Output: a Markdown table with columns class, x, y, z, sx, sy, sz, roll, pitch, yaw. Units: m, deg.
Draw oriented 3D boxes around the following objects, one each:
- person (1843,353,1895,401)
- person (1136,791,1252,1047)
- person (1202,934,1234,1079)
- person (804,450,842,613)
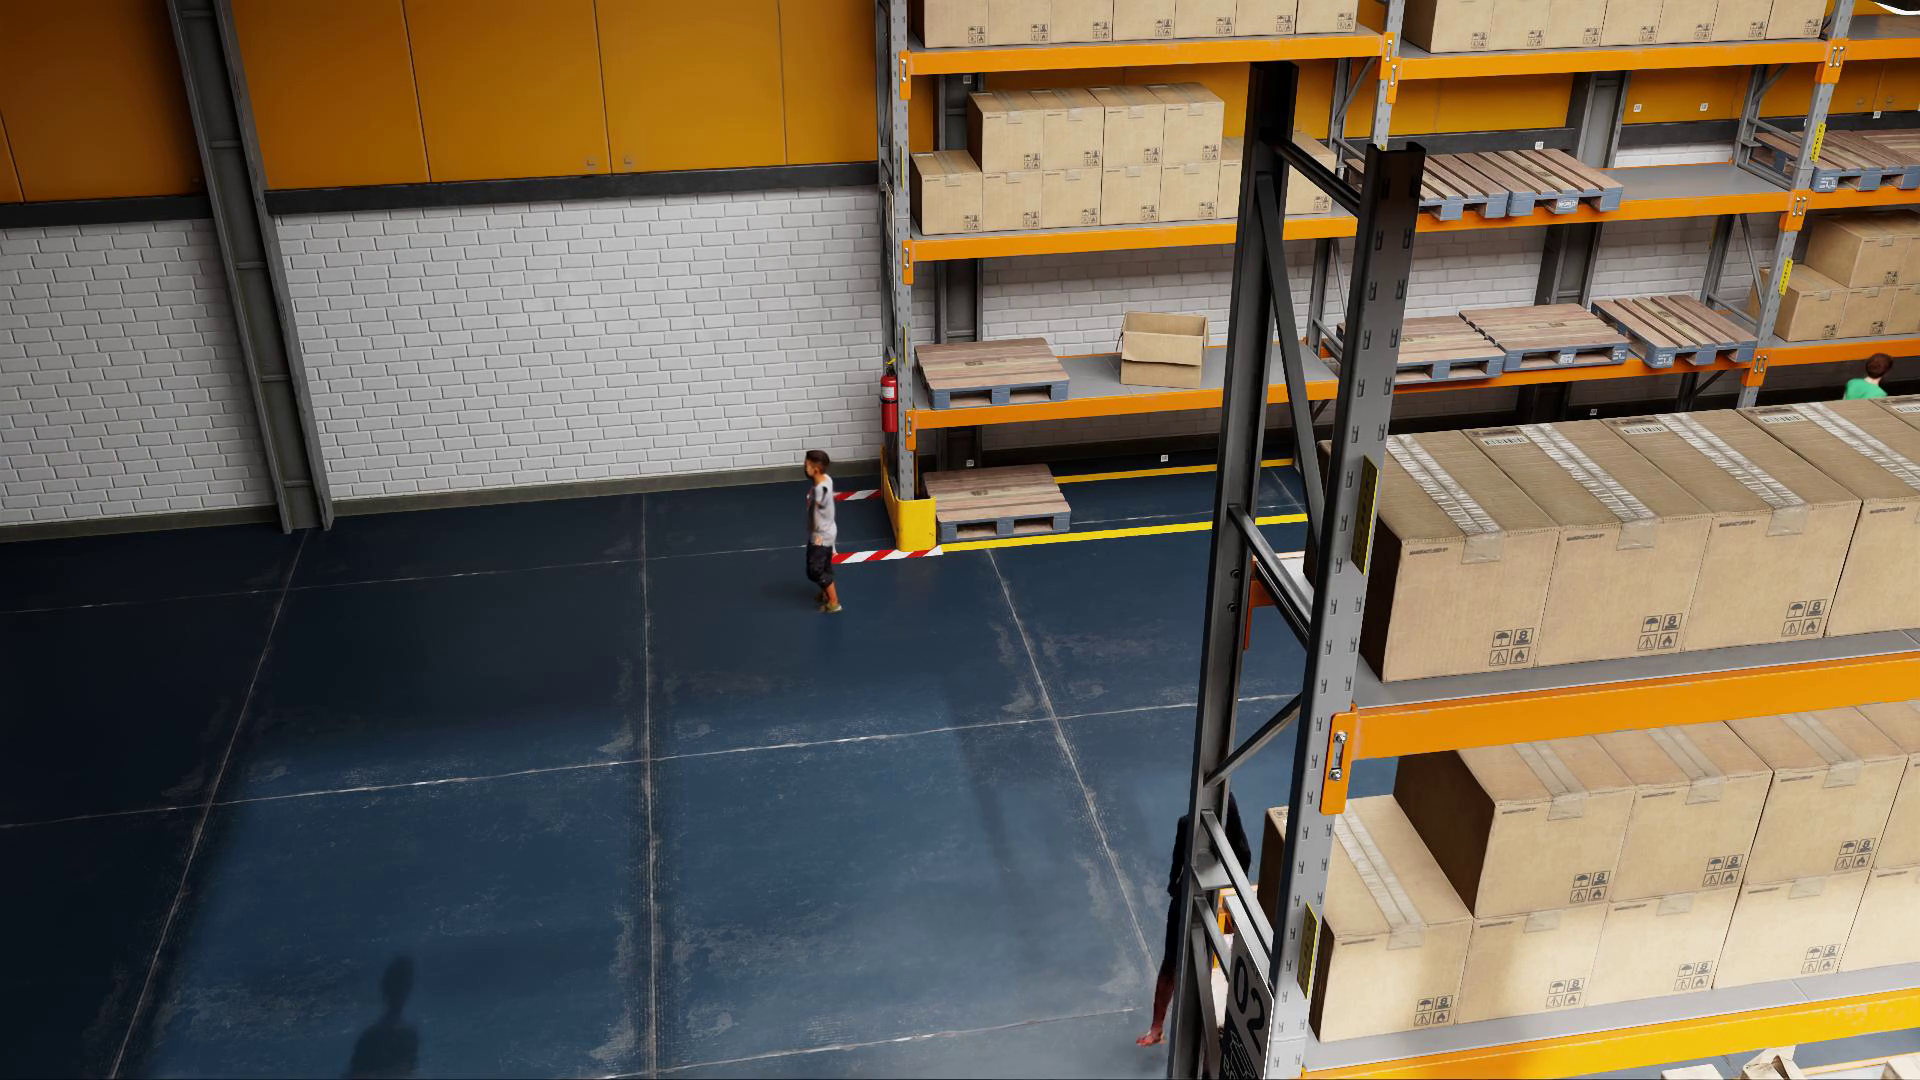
| class | x | y | z | sx | sy | sz | roll | pitch | yaw |
| --- | --- | --- | --- | --- | --- | --- | --- | --- | --- |
| person | 7.877 | -0.872 | 14.764 | 1.104 | 1.628 | 0.880 | -19 | 34 | -31 |
| person | 1.451 | 2.028 | 9.417 | 1.212 | 1.659 | 1.272 | 21 | 35 | 33 |
| person | 1.182 | 2.621 | 8.262 | 1.166 | 1.722 | 0.897 | -15 | 32 | -26 |
| person | -1.116 | -0.114 | 13.556 | 0.549 | 1.454 | 0.620 | -2 | 29 | -3 |
